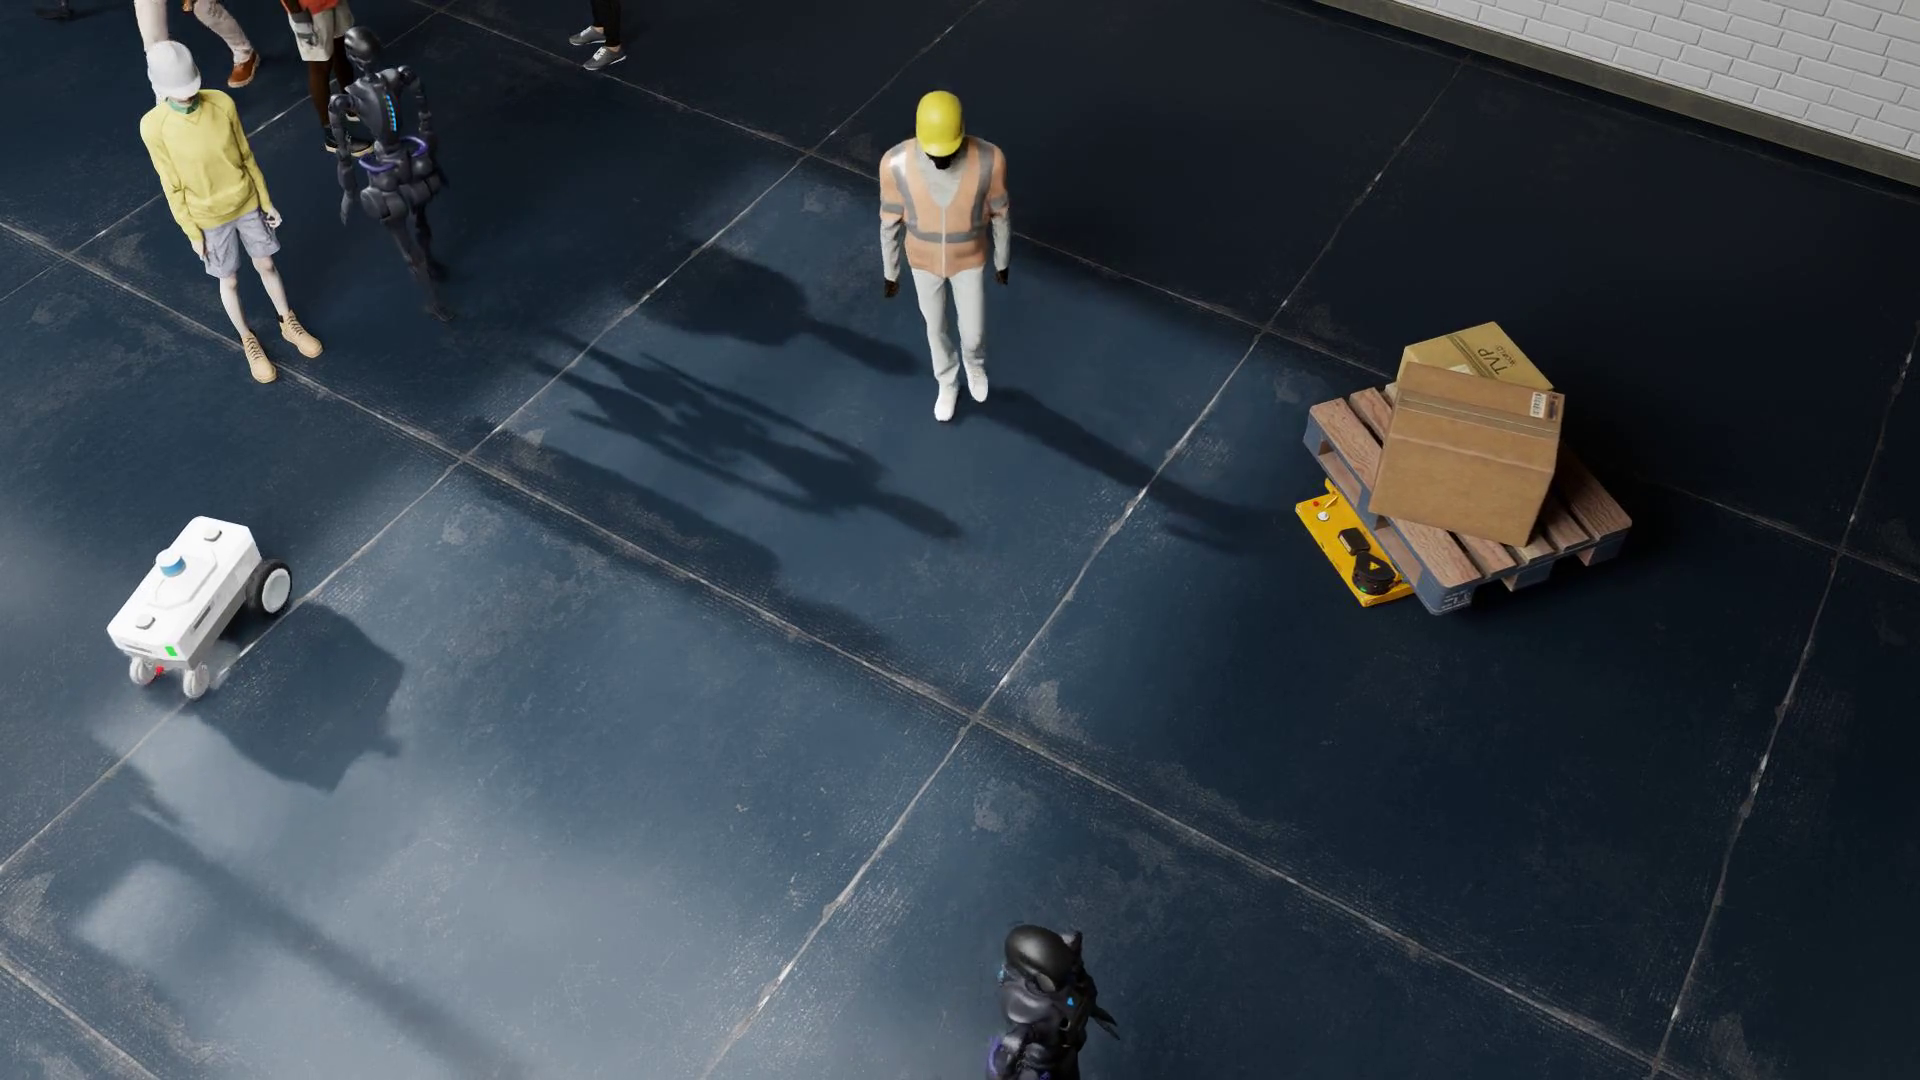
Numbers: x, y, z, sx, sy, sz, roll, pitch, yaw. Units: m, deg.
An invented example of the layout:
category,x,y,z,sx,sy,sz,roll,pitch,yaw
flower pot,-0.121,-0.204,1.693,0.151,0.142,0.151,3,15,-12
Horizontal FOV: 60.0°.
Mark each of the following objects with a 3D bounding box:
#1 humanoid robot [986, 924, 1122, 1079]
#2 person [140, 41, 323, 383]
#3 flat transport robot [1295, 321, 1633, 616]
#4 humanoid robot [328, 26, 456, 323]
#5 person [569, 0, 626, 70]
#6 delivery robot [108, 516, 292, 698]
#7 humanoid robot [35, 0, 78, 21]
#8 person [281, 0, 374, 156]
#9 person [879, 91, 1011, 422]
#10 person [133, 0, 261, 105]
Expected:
category,x,y,z,sx,sy,sz,roll,pitch,yaw
humanoid robot,0.261,1.689,5.416,0.512,1.645,0.600,21,52,18
person,-3.602,-1.614,8.156,0.474,1.885,0.396,-36,58,-27
flat transport robot,2.398,-0.156,7.952,1.431,0.231,0.659,-17,51,-14
humanoid robot,-2.950,-1.885,8.539,0.582,1.646,0.601,35,57,27
person,-2.303,-3.702,10.065,0.458,1.752,0.763,-16,51,-14
delivery robot,-3.404,0.254,7.414,0.499,0.610,0.793,12,50,10
humanoid robot,-5.749,-4.104,10.490,0.759,1.625,0.589,-22,53,-18
person,-3.641,-3.101,9.412,0.379,1.957,0.597,8,49,7
person,-0.072,-1.335,7.894,0.606,1.905,0.421,3,49,3
person,-4.620,-3.355,9.639,0.605,1.946,0.982,3,49,3
